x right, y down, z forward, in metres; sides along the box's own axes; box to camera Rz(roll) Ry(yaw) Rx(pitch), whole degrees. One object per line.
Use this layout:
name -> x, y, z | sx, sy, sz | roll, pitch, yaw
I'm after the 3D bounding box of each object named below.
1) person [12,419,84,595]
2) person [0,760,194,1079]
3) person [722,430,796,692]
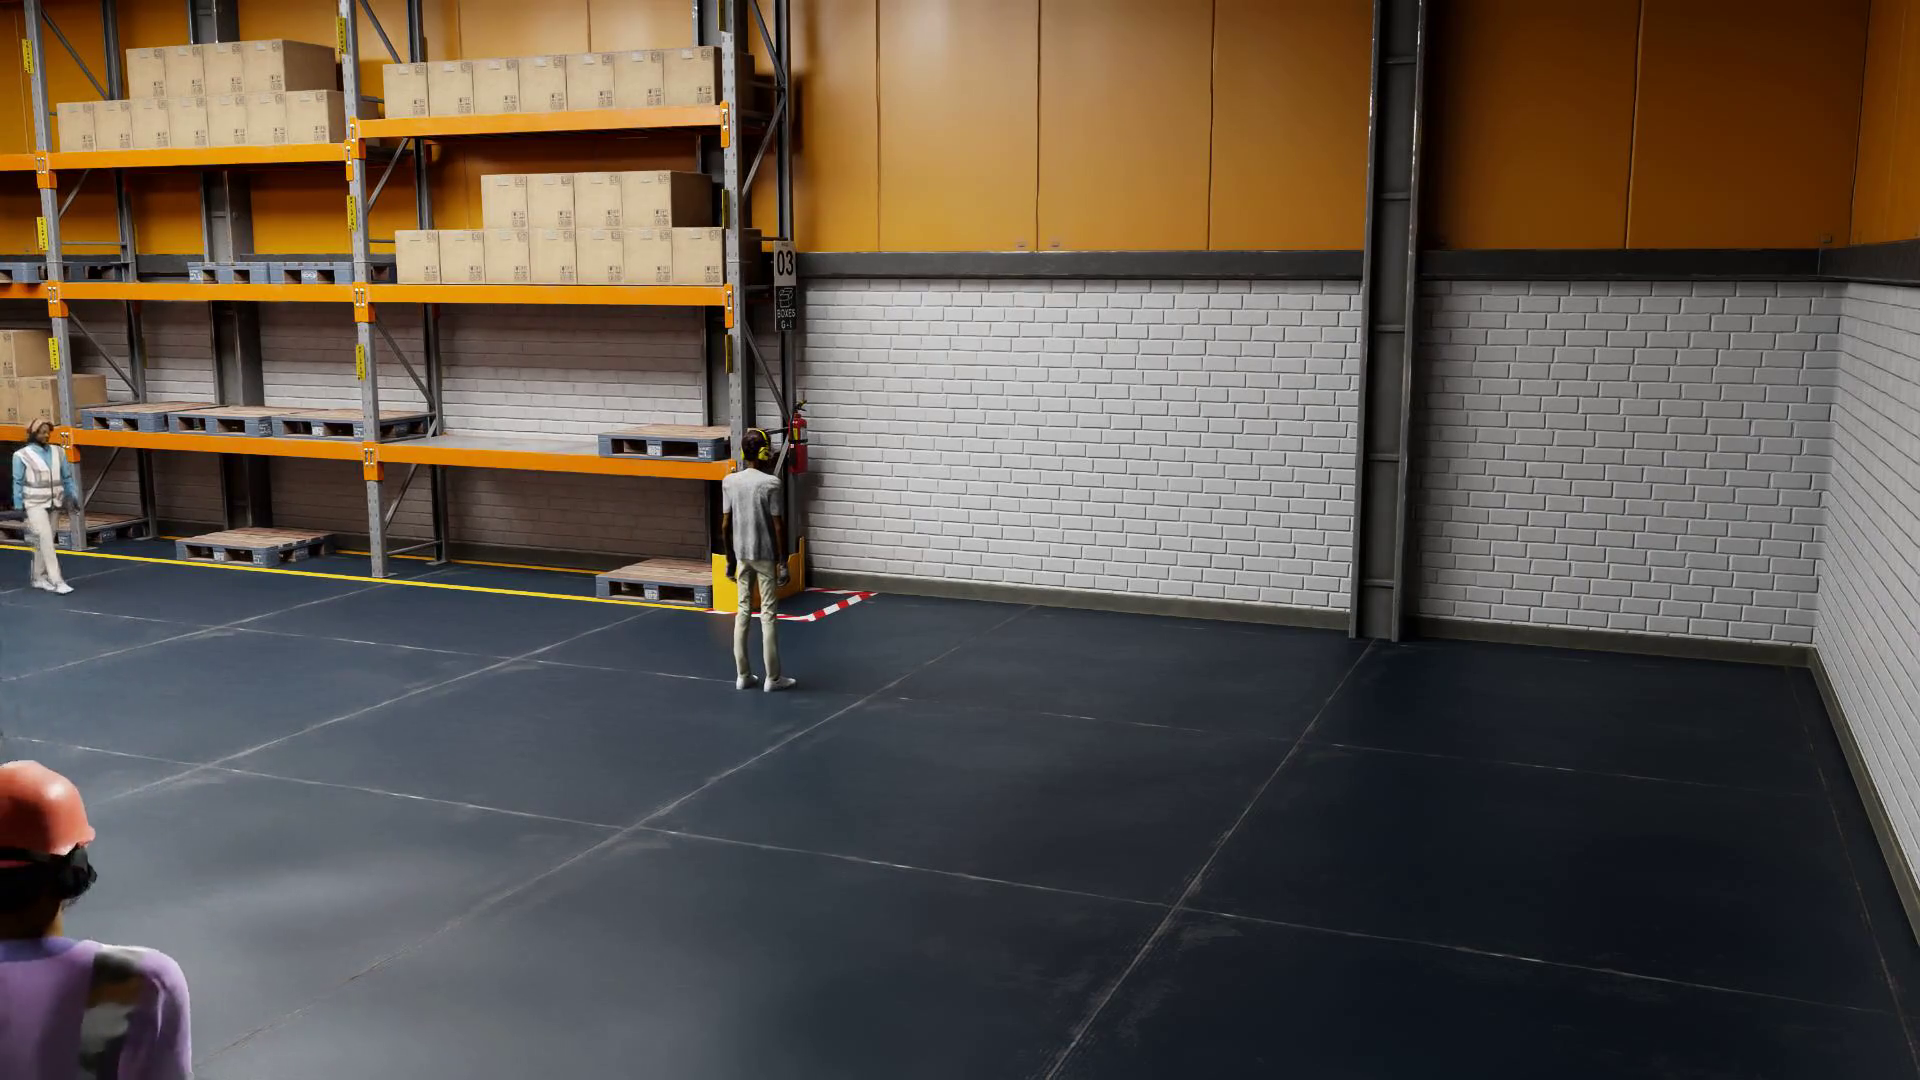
person -> -8.321, -0.300, 15.248 | 0.774, 1.605, 0.525 | 4, 10, 22
person -> -1.838, 1.444, 3.435 | 0.655, 2.022, 0.565 | -1, 9, -8
person -> -1.438, 0.146, 11.795 | 0.518, 1.865, 0.330 | 4, 10, 24
